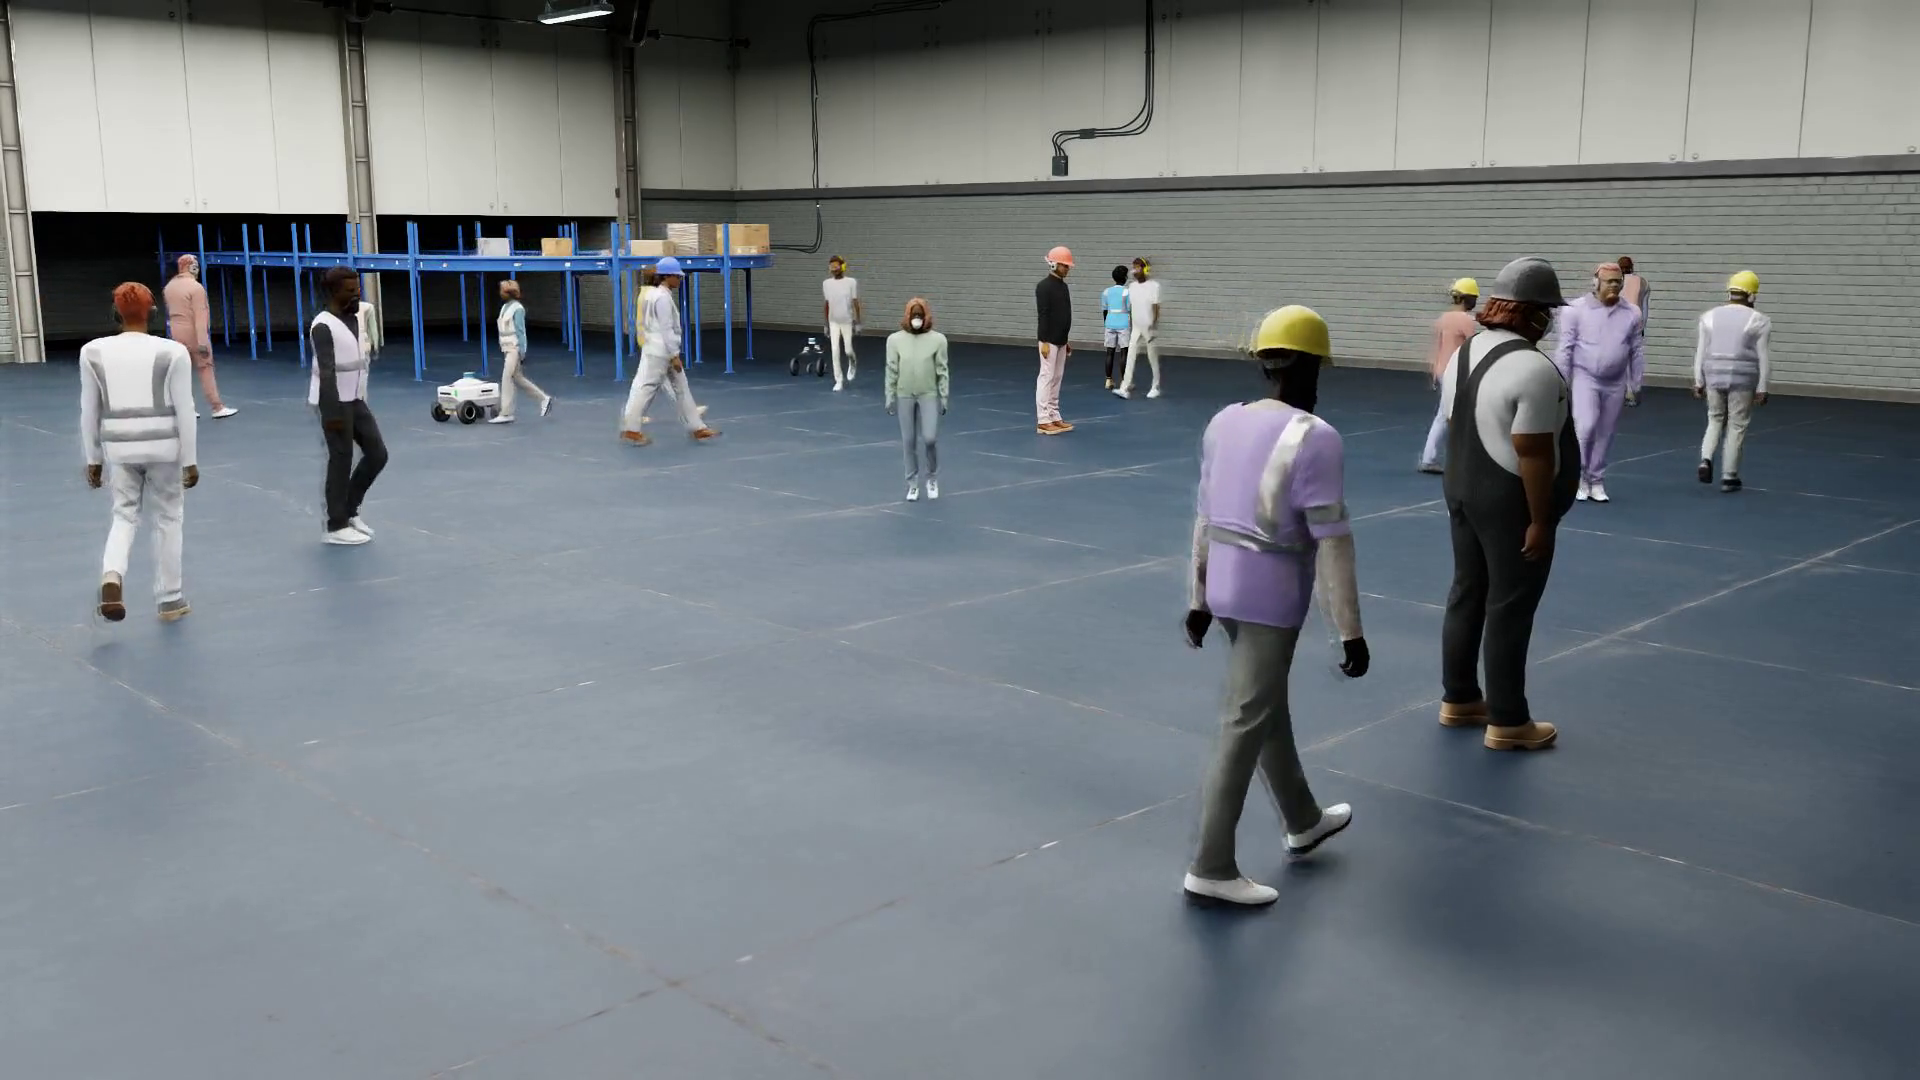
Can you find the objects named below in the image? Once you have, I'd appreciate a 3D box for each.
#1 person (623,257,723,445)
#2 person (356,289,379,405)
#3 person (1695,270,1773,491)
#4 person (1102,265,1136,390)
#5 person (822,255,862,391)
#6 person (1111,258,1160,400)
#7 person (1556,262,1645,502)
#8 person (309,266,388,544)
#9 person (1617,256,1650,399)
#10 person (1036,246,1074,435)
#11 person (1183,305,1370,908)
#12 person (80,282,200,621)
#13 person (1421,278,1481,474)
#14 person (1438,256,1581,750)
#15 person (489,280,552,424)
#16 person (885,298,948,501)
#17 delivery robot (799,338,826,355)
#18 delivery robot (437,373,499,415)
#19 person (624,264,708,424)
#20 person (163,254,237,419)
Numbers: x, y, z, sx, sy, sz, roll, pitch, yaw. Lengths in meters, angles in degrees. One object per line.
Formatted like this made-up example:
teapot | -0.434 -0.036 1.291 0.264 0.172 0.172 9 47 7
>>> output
person | -2.974 -1.905 16.841 1.018 1.891 0.634 -1 10 -5
person | -7.030 -2.210 19.283 0.532 1.603 0.777 -7 12 -32
person | 6.429 -1.318 13.819 0.411 1.818 0.614 -9 14 -42
person | 2.199 -2.929 22.938 0.535 1.697 0.318 8 13 36
person | -1.609 -3.002 22.934 0.523 1.853 0.654 2 11 10
person | 2.346 -2.717 21.465 0.542 1.811 0.976 9 14 40
person | 5.083 -1.231 13.132 0.671 1.892 0.509 0 10 -2
person | -4.217 -0.918 11.413 0.455 1.899 0.617 1 10 5
person | 8.595 -2.753 21.606 0.621 1.837 0.430 1 10 5
person | 1.030 -2.147 17.871 0.389 1.991 0.610 6 12 28
person | 1.071 0.204 5.375 0.918 1.884 0.677 -5 12 -27
person | -4.447 -0.456 8.997 0.585 1.866 0.687 -1 10 -7
person | 4.505 -1.454 14.824 0.875 1.728 0.546 -2 11 -11
person | 2.321 -0.151 6.966 0.536 2.000 0.679 -3 11 -14
person | -5.027 -2.151 18.921 0.723 1.612 0.525 -7 12 -32
person | -0.351 -1.113 13.266 0.503 1.621 0.423 1 10 6
delivery robot | -2.264 -2.962 25.387 0.335 0.223 0.698 2 11 13
delivery robot | -5.645 -1.681 19.107 0.477 0.478 0.707 6 12 29
person | -3.374 -2.209 18.776 0.987 1.788 0.640 -3 11 -17
person | -8.862 -2.345 19.257 0.688 1.900 0.570 6 12 29
